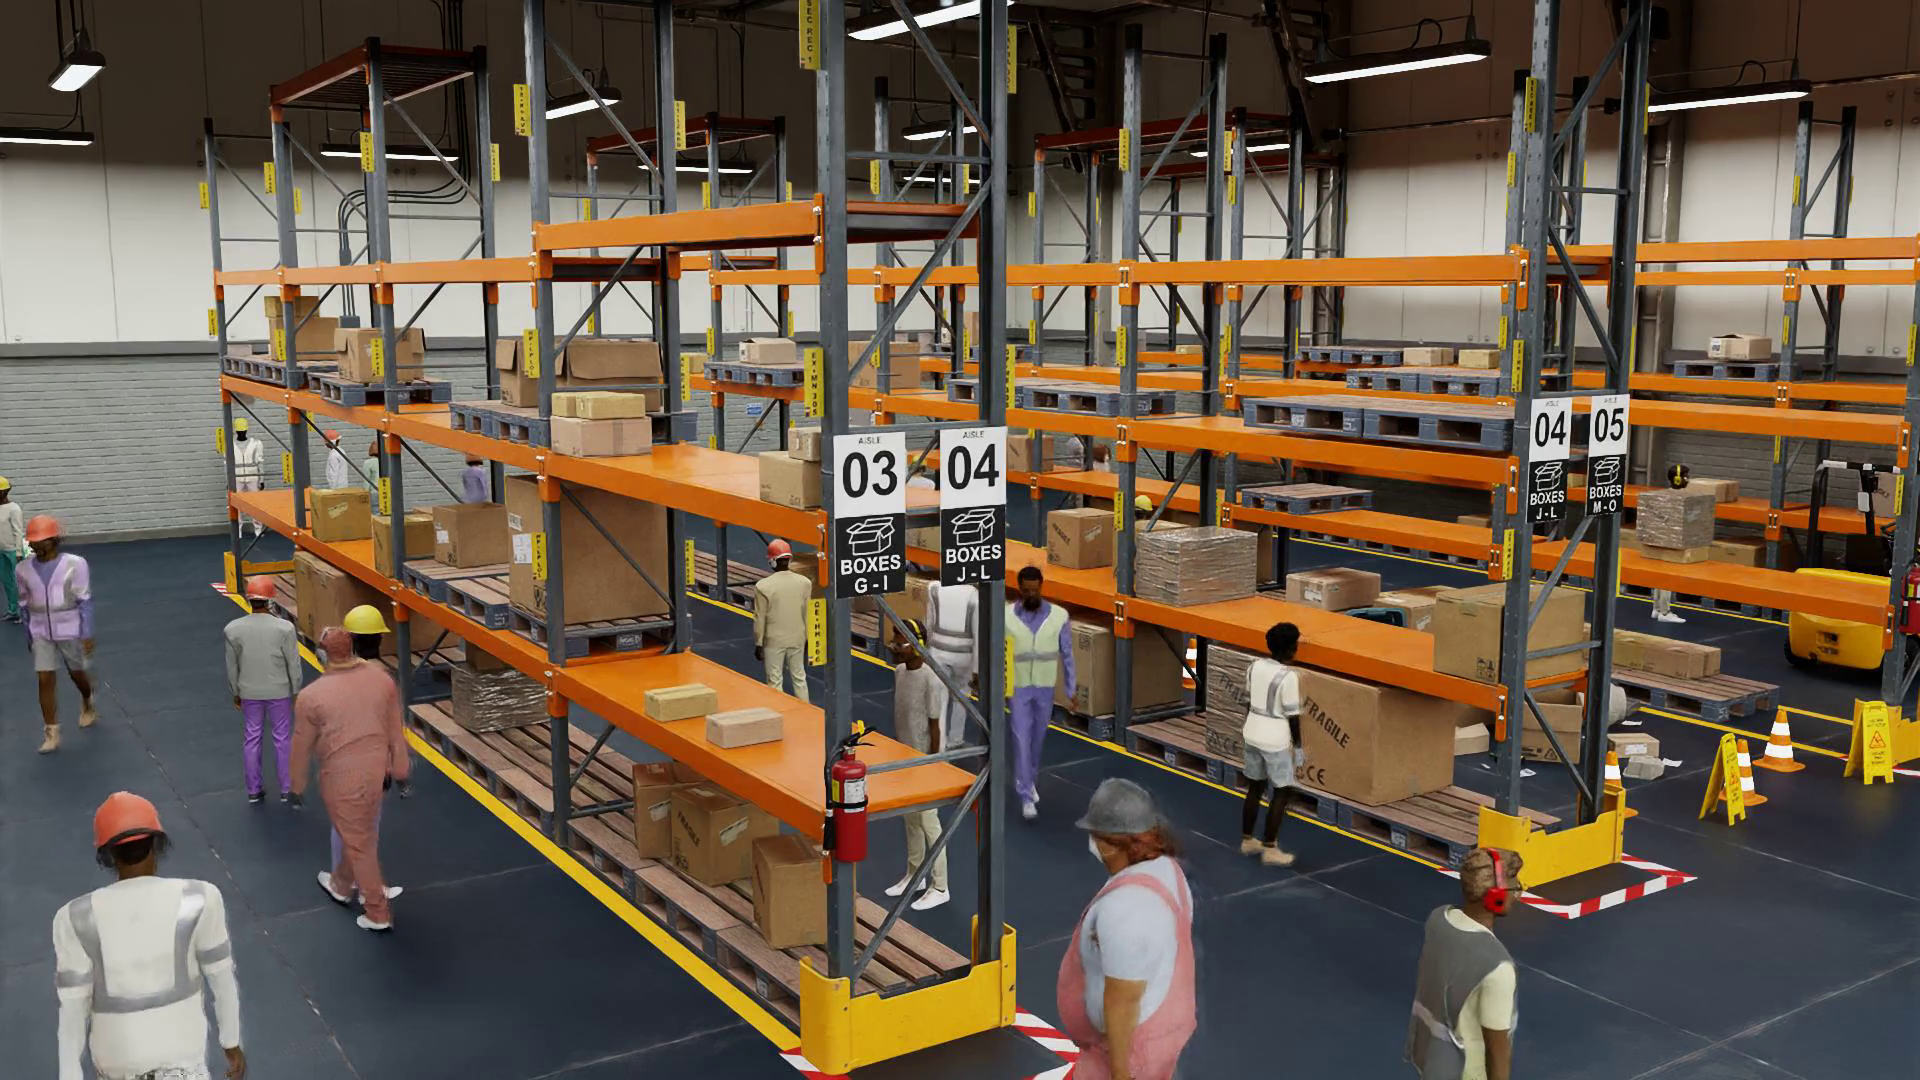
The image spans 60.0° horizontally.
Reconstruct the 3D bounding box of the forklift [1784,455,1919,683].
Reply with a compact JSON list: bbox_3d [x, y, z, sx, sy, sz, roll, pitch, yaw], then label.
[{"bbox_3d":[9.643,0.253,17.172,2.313,2.155,1.214,-6,10,-33],"label":"forklift"}]

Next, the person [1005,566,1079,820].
[{"bbox_3d":[0.558,1.125,12.432,0.615,1.863,0.999,-1,9,-8],"label":"person"}]

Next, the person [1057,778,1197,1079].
[{"bbox_3d":[0.657,1.918,6.594,0.541,2.000,0.700,4,10,26],"label":"person"}]

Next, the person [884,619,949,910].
[{"bbox_3d":[-0.280,1.412,10.587,0.327,1.860,0.499,-6,10,-34],"label":"person"}]

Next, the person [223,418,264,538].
[{"bbox_3d":[-11.296,-0.972,26.259,0.585,1.916,0.406,-4,9,-22],"label":"person"}]

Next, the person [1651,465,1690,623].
[{"bbox_3d":[8.427,0.038,19.679,0.310,1.868,0.533,1,9,7],"label":"person"}]

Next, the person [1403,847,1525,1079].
[{"bbox_3d":[1.914,2.061,6.347,0.389,1.834,0.562,-1,9,-8],"label":"person"}]

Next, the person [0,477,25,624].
[{"bbox_3d":[-11.189,0.123,19.513,0.524,1.758,0.368,5,10,28],"label":"person"}]

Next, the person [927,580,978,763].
[{"bbox_3d":[-0.030,0.965,13.643,0.587,1.831,0.865,2,9,16],"label":"person"}]

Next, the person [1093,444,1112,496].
[{"bbox_3d":[2.118,-0.643,25.044,0.412,1.607,0.605,5,10,31],"label":"person"}]

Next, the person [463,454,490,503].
[{"bbox_3d":[-6.980,-0.521,24.180,0.535,1.621,0.364,6,10,34],"label":"person"}]

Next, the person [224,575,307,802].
[{"bbox_3d":[-5.308,1.136,12.735,0.564,1.755,0.321,0,9,0],"label":"person"}]

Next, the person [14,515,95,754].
[{"bbox_3d":[-7.779,0.766,14.366,0.612,2.015,0.904,-2,9,-11],"label":"person"}]

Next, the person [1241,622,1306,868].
[{"bbox_3d":[2.116,1.381,11.350,0.346,1.681,0.587,-3,9,-21],"label":"person"}]

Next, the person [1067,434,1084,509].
[{"bbox_3d":[1.954,-1.044,26.991,0.404,1.837,0.592,-4,9,-23],"label":"person"}]

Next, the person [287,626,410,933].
[{"bbox_3d":[-3.840,1.448,10.296,0.970,1.857,0.654,6,11,36],"label":"person"}]

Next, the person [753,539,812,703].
[{"bbox_3d":[-1.572,0.859,14.643,0.561,1.742,0.359,-6,11,-36],"label":"person"}]

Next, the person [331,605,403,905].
[{"bbox_3d":[-3.829,1.367,10.691,0.583,1.918,0.406,6,11,37],"label":"person"}]

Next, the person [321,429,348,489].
[{"bbox_3d":[-9.808,-0.867,26.125,0.350,1.743,0.563,-1,9,-9],"label":"person"}]

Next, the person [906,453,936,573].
[{"bbox_3d":[-0.596,-0.286,22.270,0.532,1.737,0.730,1,9,6],"label":"person"}]

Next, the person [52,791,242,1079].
[{"bbox_3d":[-3.169,1.973,6.532,0.625,1.967,1.188,-4,9,-23],"label":"person"}]
